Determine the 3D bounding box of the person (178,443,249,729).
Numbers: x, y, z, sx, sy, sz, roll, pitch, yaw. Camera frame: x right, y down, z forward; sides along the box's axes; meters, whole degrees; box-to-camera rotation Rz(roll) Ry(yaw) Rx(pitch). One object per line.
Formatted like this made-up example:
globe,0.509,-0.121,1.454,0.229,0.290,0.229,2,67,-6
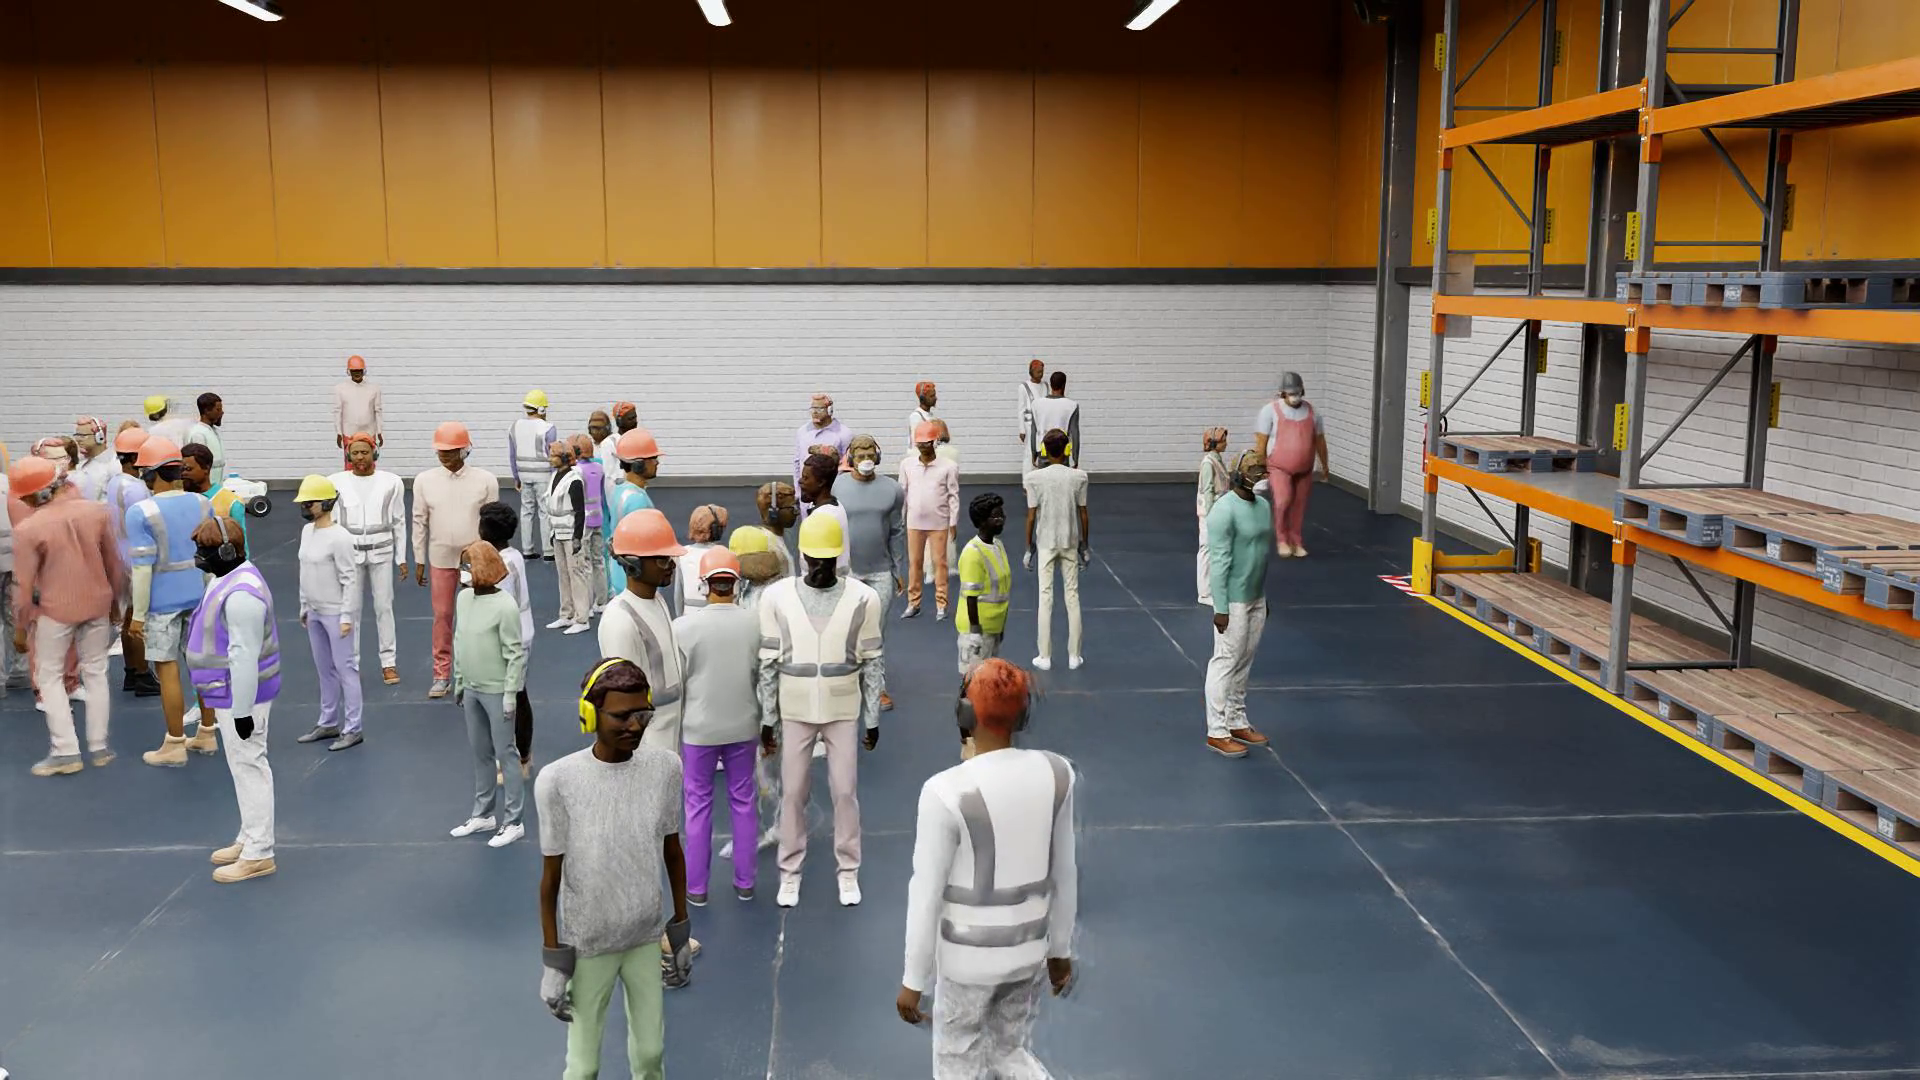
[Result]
person,-5.031,0.302,11.142,0.597,1.917,0.378,3,9,17

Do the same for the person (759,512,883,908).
person,-0.661,0.812,7.956,0.591,1.918,0.396,-1,9,-3

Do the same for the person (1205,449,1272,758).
person,1.777,0.388,10.543,0.353,1.937,0.635,7,11,36

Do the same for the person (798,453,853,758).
person,-0.846,0.408,10.474,0.388,1.921,0.594,0,9,0

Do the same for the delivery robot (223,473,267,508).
delivery robot,-9.059,-0.598,20.769,0.707,0.478,0.477,-7,11,-36

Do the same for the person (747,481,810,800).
person,-1.073,0.578,9.641,0.351,1.847,0.507,-2,9,-10

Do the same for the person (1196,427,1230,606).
person,2.324,-0.220,15.297,0.308,1.640,0.510,3,9,17

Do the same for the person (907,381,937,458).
person,-0.388,-0.772,17.999,0.362,1.883,0.575,2,9,14

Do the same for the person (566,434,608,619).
person,-3.308,-0.121,14.681,0.307,1.636,0.525,4,10,22

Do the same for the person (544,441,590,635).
person,-3.327,-0.024,14.066,0.310,1.638,0.522,-7,11,-38

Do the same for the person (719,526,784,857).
person,-1.119,0.785,8.723,0.610,1.718,0.494,-3,10,-18

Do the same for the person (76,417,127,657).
person,-6.870,-0.029,13.261,0.642,1.909,0.410,4,10,23

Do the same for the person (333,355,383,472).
person,-7.780,-1.391,21.535,0.610,1.995,0.375,-5,10,-29

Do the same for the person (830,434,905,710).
person,-0.674,0.230,11.531,0.627,1.940,0.370,-3,10,-20

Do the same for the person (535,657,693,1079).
person,-1.076,1.275,5.228,0.516,1.860,0.325,-6,11,-34

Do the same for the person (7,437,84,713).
person,-6.268,0.239,11.578,0.401,1.910,0.640,1,9,7

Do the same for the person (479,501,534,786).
person,-2.702,0.610,9.903,0.317,1.695,0.540,-1,9,-8

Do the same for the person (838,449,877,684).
person,-0.752,0.192,12.344,0.327,1.752,0.563,-1,9,-3

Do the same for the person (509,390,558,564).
person,-4.426,-0.661,17.462,0.601,1.830,0.404,4,10,24

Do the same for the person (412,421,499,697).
person,-3.602,0.139,11.933,0.622,1.990,0.389,-2,9,-11

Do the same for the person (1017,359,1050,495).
person,1.036,-1.541,22.853,0.583,1.879,0.365,-8,12,-42

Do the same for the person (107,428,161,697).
person,-5.903,0.157,11.993,0.360,1.936,0.552,-8,12,-41

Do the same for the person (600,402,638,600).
person,-3.030,-0.314,15.126,0.356,1.883,0.572,3,10,19

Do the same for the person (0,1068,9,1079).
person,-3.774,1.142,6.024,0.328,1.872,0.514,3,10,18

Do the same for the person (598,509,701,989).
person,-1.328,0.878,7.135,0.370,2.044,0.608,0,9,1

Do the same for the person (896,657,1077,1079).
person,0.128,1.291,5.112,0.616,1.867,0.618,-7,12,-39

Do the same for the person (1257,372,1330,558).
person,3.569,-0.806,17.722,0.792,2.000,0.548,-2,9,-11

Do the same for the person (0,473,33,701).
person,-6.934,0.176,11.876,0.416,1.940,0.607,1,9,5

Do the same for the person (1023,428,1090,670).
person,0.744,0.071,12.771,0.518,1.865,0.326,-1,9,-3

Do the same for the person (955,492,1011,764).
person,0.147,0.544,10.318,0.322,1.697,0.535,3,10,20

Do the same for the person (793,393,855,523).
person,-1.318,-0.444,15.870,0.639,1.909,0.409,4,10,23

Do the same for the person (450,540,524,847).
person,-2.521,0.809,8.856,0.497,1.633,0.284,7,11,36

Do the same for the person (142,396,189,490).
person,-8.639,-0.747,18.359,0.338,1.720,0.683,4,10,24

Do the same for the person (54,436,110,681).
person,-6.637,0.134,12.476,0.343,1.836,0.519,3,10,19

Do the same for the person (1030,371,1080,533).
person,1.103,-1.012,19.450,0.595,1.907,0.396,3,10,20

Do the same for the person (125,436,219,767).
person,-4.880,0.378,10.277,0.373,2.043,0.615,4,10,21

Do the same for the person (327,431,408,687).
person,-4.376,0.141,12.267,0.573,1.883,0.354,-3,10,-19

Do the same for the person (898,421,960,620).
person,-0.290,-0.168,14.608,0.573,1.750,0.330,2,9,14

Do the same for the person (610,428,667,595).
person,-2.059,0.300,10.754,0.368,2.048,0.608,-4,10,-21

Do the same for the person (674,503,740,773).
person,-1.534,0.597,10.167,0.523,1.639,0.309,7,12,38

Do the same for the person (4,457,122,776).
person,-5.411,0.457,10.135,0.414,1.952,0.692,6,11,33

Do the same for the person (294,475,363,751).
person,-4.052,0.460,10.627,0.523,1.769,0.320,7,11,37

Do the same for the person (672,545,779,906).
person,-1.156,0.890,8.026,0.578,1.736,0.355,-4,10,-25

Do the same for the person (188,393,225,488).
person,-7.211,-0.455,15.940,0.384,1.910,0.594,-2,9,-11

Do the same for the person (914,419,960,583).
person,-0.198,-0.403,16.533,0.494,1.600,0.732,3,9,17

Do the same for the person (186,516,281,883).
person,-3.649,0.787,8.381,0.429,1.837,0.624,-5,10,-28
